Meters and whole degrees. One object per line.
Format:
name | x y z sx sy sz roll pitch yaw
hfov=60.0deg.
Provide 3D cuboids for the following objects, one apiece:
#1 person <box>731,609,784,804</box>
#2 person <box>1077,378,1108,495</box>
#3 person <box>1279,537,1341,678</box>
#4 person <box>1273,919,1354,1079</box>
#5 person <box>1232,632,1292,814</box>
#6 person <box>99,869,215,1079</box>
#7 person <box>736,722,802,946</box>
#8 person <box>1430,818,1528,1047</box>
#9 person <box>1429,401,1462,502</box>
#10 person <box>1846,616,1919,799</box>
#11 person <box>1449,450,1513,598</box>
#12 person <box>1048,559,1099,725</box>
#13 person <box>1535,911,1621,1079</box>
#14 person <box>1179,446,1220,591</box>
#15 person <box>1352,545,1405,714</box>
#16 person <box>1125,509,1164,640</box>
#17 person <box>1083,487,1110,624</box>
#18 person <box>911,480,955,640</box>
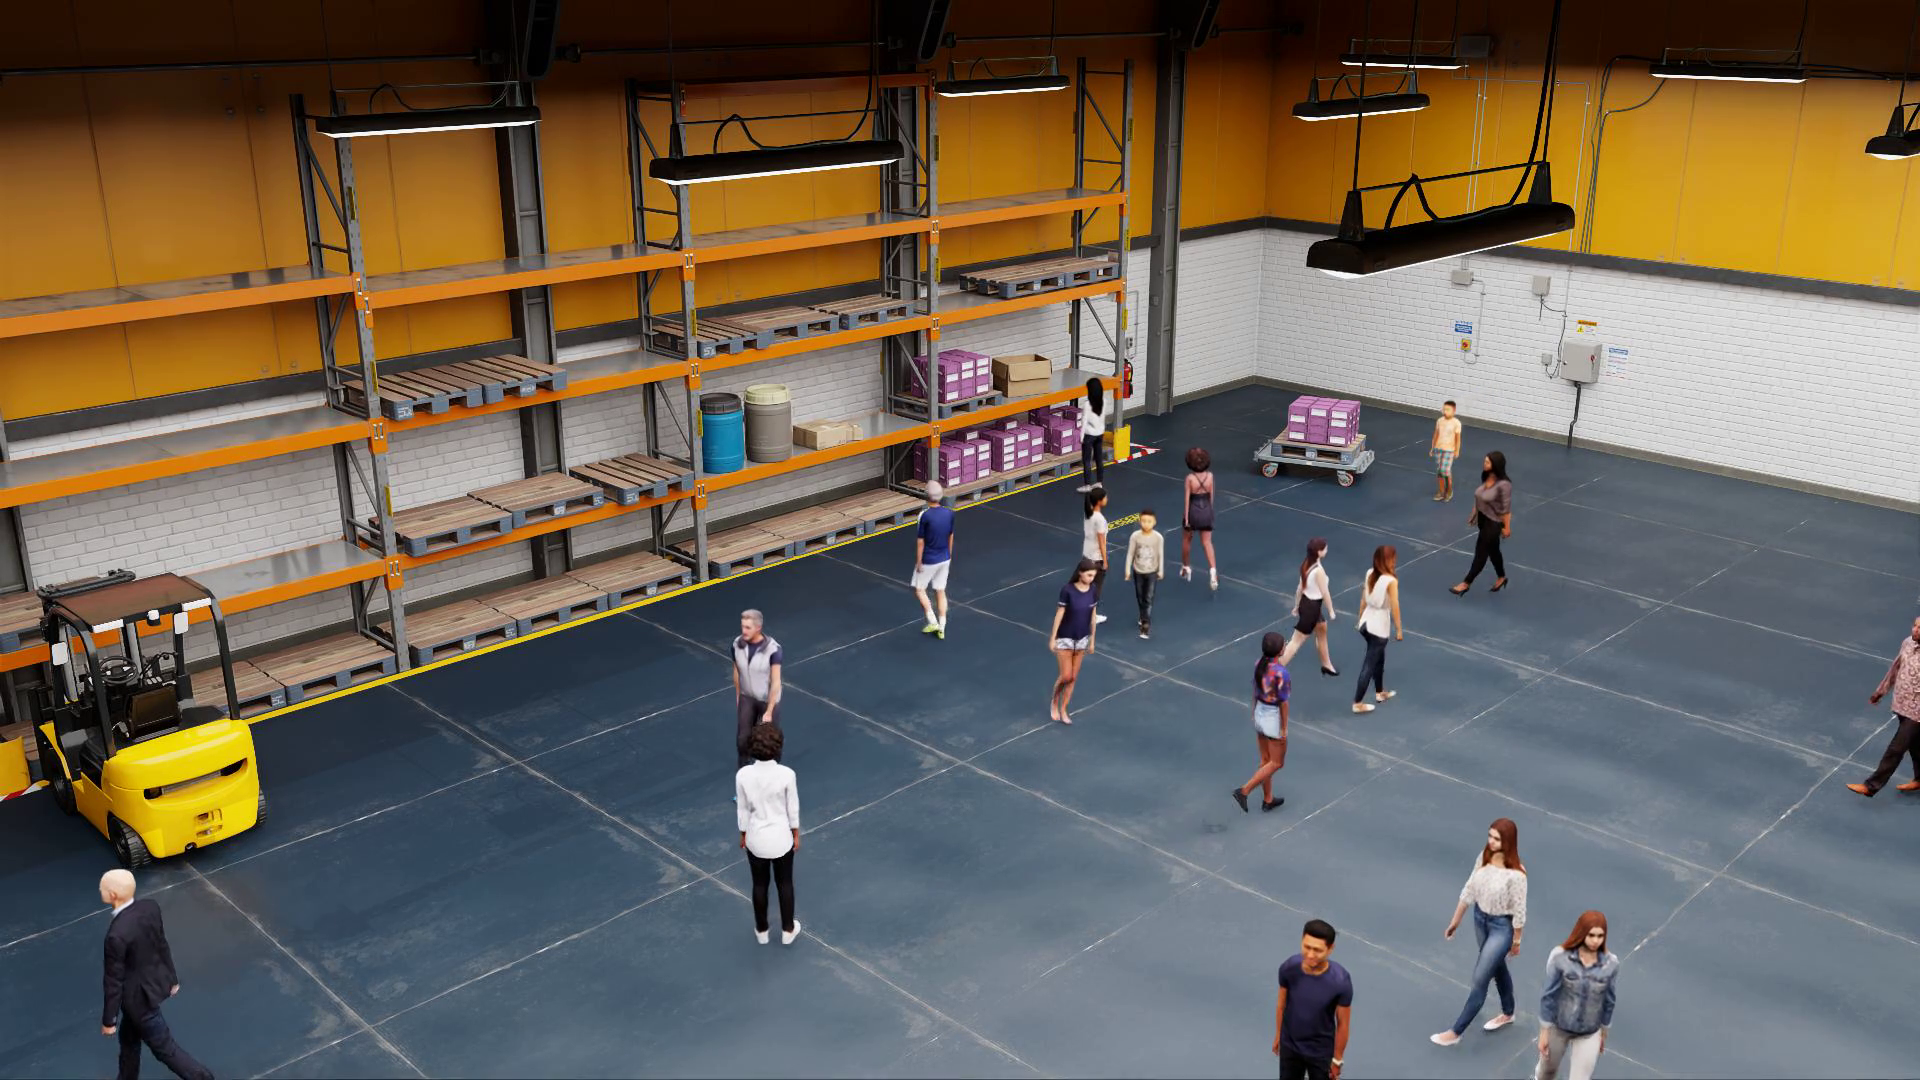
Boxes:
person | -1.765 1.444 15.092 0.902 1.794 1.009 6 20 17
person | 1.946 -1.517 24.032 0.502 1.702 0.694 -15 24 -38
person | 3.575 0.791 17.332 1.111 1.602 0.918 -5 19 -13
person | 2.163 3.091 10.213 0.662 1.788 0.589 13 23 34
person | 2.654 1.639 14.617 0.955 1.729 0.704 -12 22 -31
person | -5.165 2.946 10.681 1.265 1.764 1.219 0 19 1
person | -1.456 2.241 12.704 0.690 1.809 0.751 0 19 0
person | 3.789 2.688 11.555 1.113 1.694 0.854 -7 20 -20
person | 6.960 -1.285 23.736 0.525 1.451 0.517 -18 25 -42
person | 8.651 1.508 14.952 1.232 1.763 1.156 0 19 -1
person | 6.439 -0.171 19.883 1.243 1.798 1.034 -5 19 -15
person | 1.090 0.974 16.581 0.675 1.735 0.797 -6 19 -17
person | 3.839 3.052 10.490 0.937 1.685 1.107 4 19 12
person | 2.928 -0.231 20.123 1.069 1.758 1.006 -4 19 -11
person | 4.099 0.915 16.708 0.942 1.767 0.803 -8 20 -23
person | 2.116 0.348 18.920 0.901 1.428 1.073 4 19 12
person | 1.475 0.189 19.067 0.751 1.636 0.702 -6 19 -17
person | -0.247 0.250 18.588 0.619 1.827 0.766 -12 22 -33
